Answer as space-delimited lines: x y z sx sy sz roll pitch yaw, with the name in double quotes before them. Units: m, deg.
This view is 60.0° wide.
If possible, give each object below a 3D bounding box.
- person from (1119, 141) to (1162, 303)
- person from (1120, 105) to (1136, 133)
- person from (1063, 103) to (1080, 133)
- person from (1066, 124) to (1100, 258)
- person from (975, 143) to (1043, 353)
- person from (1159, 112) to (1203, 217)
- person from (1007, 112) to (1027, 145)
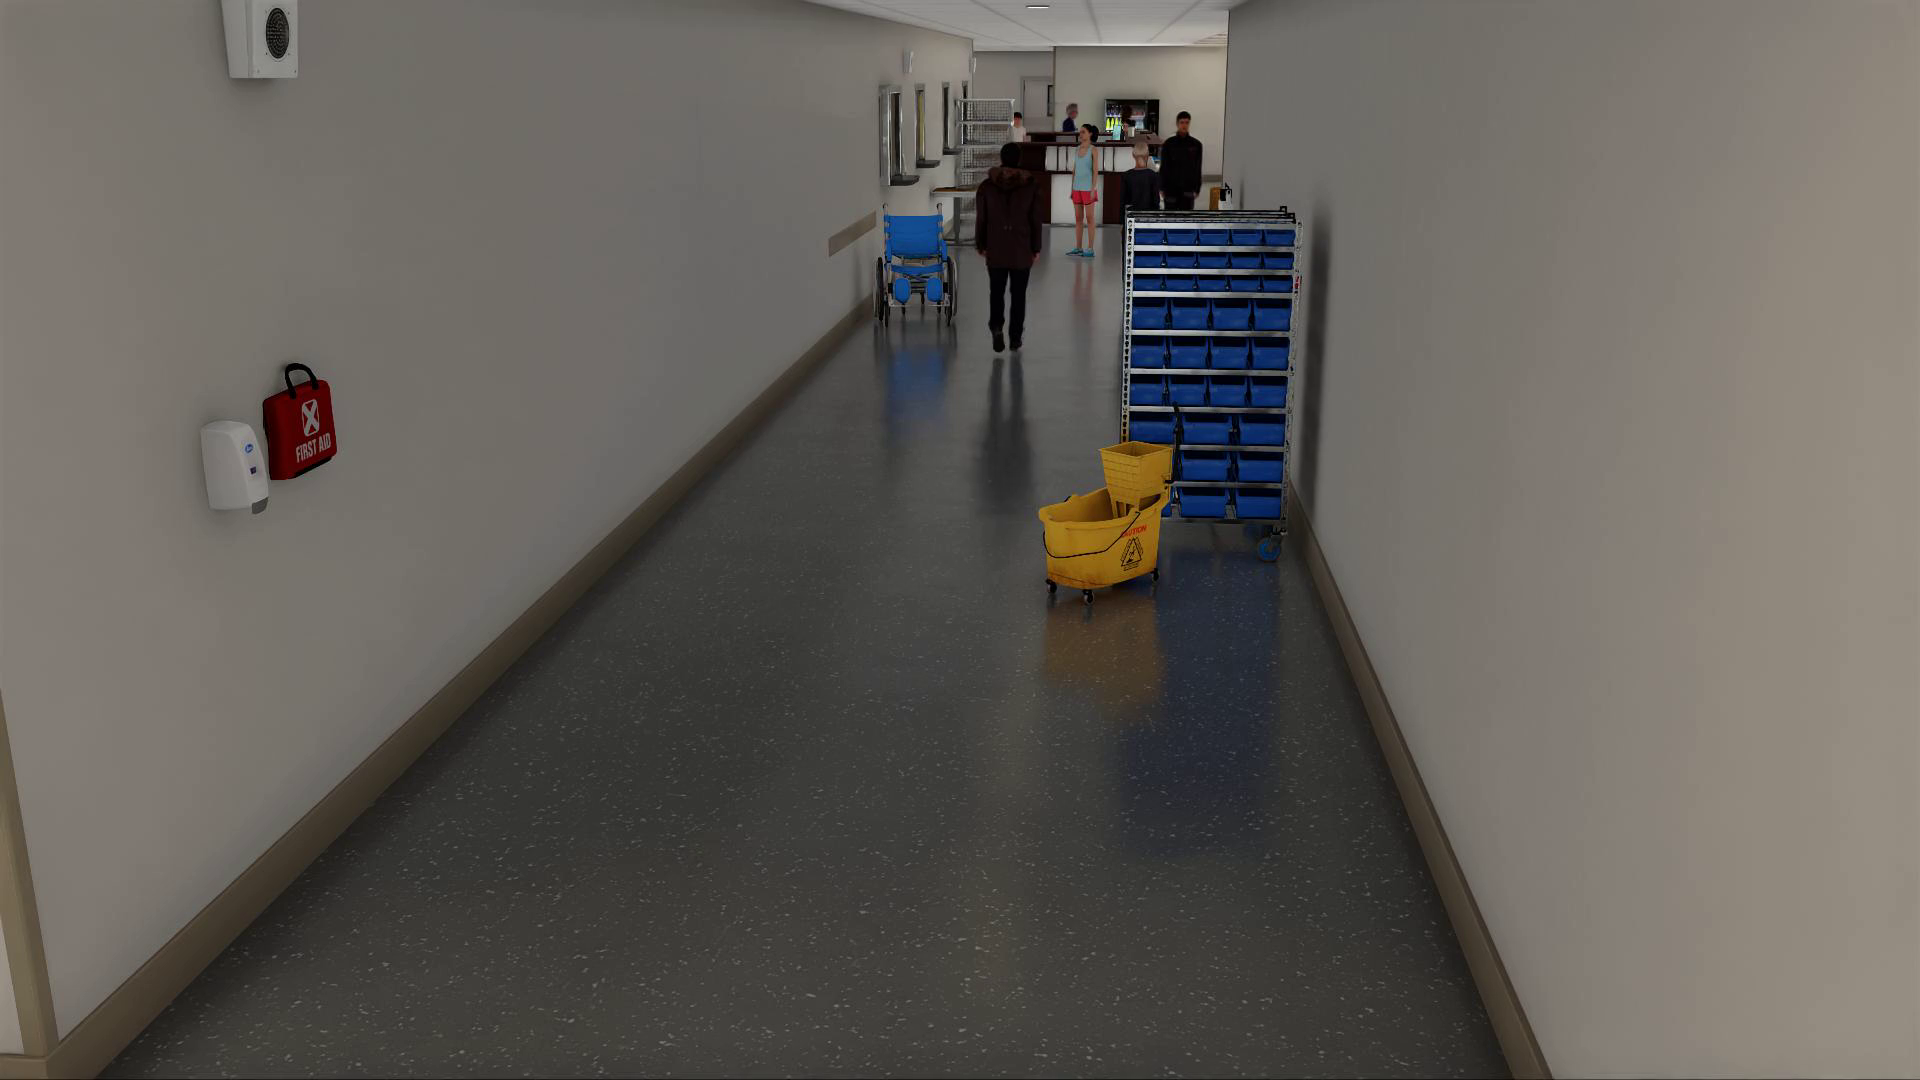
"person" 1.948 -3.439 17.998 0.482 1.727 0.677 3 16 10
"person" 3.462 -7.839 33.537 1.132 1.765 0.968 12 20 36
"person" 2.147 -7.737 33.072 1.040 1.821 0.869 -6 17 -19
"person" 1.686 -4.727 22.496 0.758 1.765 0.692 -15 22 -42
"person" 0.415 -2.553 14.666 0.903 1.830 0.849 2 16 8
"person" 2.882 -4.631 21.924 1.131 1.891 0.780 1 16 3
"person" 1.133 -7.816 33.665 0.585 1.651 0.709 -4 16 -15
